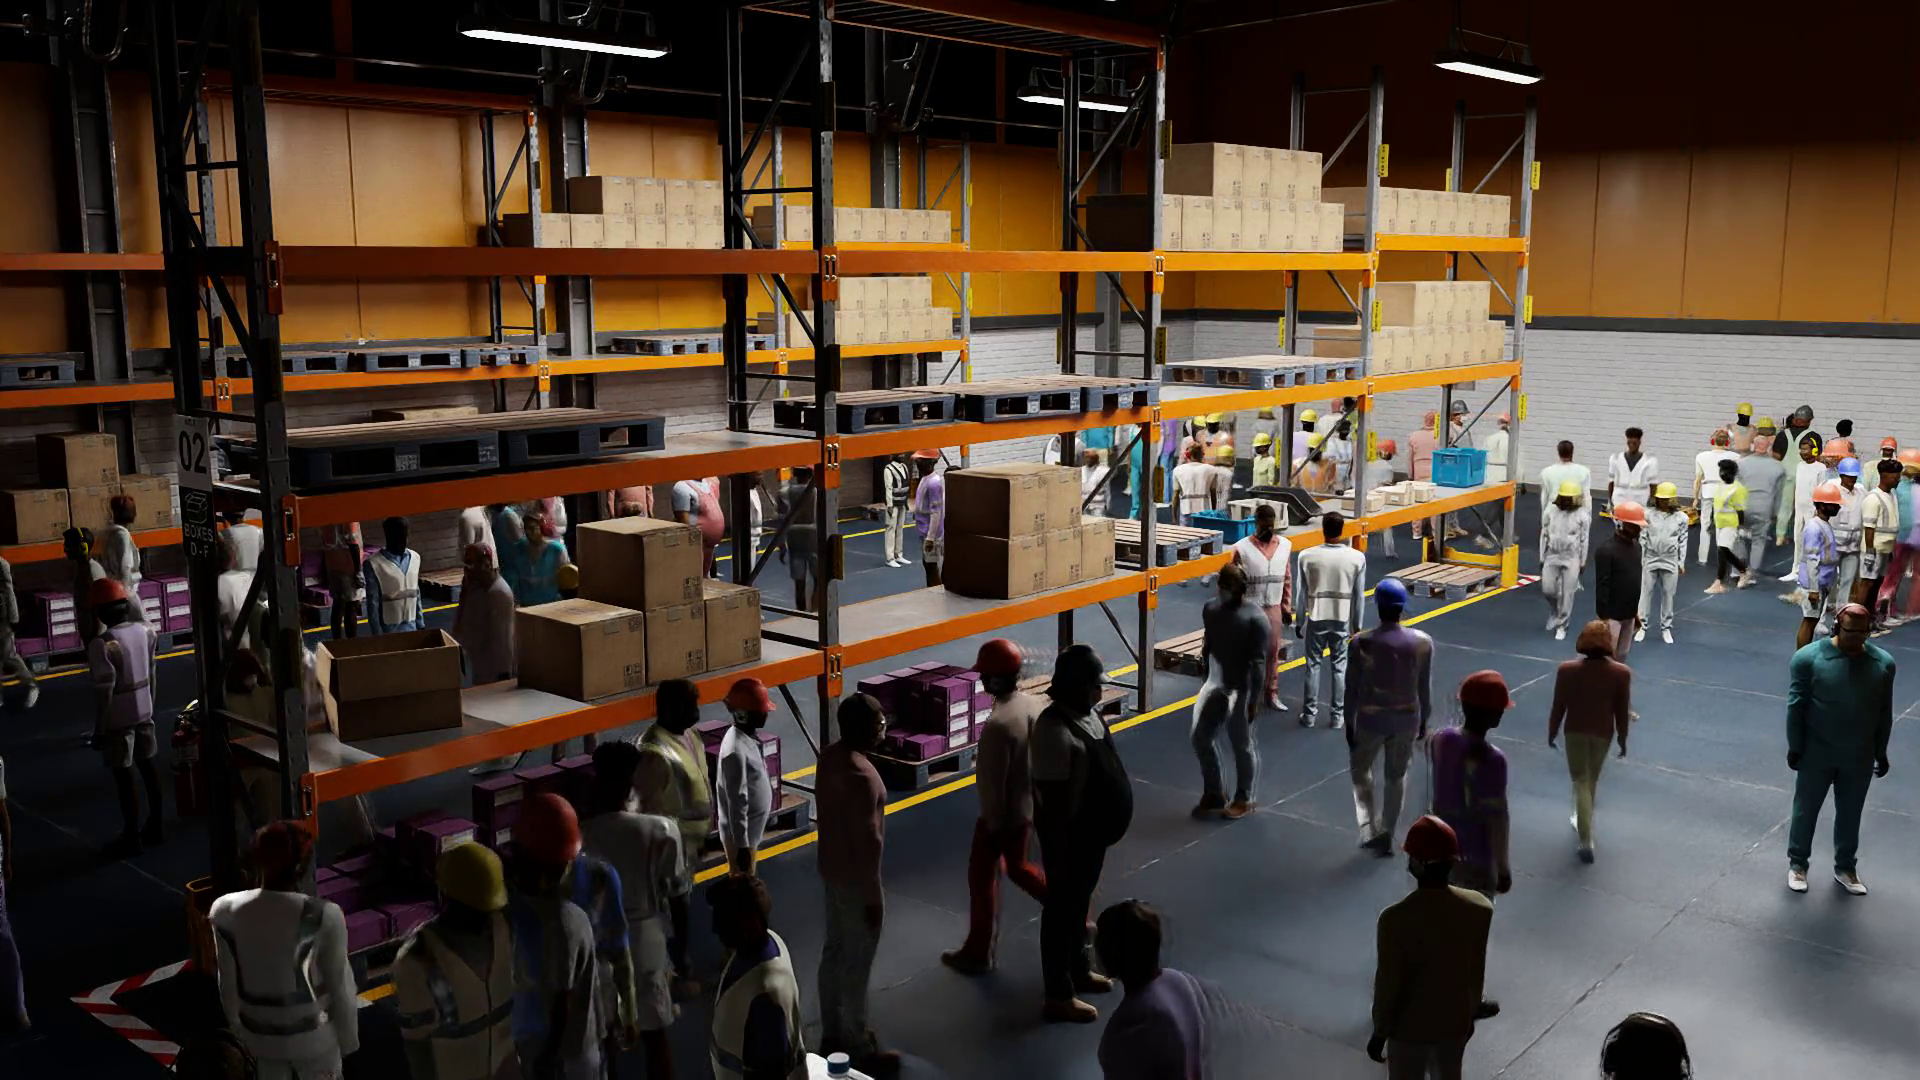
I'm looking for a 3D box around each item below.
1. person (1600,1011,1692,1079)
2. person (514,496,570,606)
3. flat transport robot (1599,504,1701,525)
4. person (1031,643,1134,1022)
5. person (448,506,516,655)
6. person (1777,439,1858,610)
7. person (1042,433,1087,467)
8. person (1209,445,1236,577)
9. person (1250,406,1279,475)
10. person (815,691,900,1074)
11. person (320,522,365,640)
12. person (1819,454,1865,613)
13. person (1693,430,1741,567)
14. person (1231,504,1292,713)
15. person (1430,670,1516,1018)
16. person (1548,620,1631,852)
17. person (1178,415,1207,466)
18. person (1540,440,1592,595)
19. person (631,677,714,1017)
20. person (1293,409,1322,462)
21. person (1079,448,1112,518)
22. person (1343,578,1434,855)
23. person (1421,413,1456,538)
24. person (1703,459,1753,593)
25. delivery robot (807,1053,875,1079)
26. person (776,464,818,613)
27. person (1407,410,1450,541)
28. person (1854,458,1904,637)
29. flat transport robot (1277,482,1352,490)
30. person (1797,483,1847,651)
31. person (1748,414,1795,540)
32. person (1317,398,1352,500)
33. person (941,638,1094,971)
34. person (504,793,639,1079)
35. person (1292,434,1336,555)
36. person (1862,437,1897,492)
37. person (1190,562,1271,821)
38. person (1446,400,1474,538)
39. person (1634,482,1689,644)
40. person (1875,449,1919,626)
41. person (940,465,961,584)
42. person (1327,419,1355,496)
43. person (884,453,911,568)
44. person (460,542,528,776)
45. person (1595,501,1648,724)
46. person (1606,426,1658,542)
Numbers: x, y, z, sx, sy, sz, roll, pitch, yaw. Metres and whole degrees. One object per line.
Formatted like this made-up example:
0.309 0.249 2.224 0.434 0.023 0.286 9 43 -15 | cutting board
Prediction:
1.937 2.323 4.886 0.628 1.891 1.015 1 10 7 | person
-4.839 -0.052 19.384 0.695 1.779 0.612 -1 10 -3 | person
10.905 -0.440 26.186 1.431 0.197 0.652 8 12 40 | flat transport robot
0.669 1.550 9.029 0.539 2.000 0.688 3 10 19 | person
-4.979 0.278 17.002 1.036 1.911 0.612 -3 10 -15 | person
10.060 -0.163 19.375 0.943 2.007 0.613 0 10 0 | person
1.369 -0.688 22.391 0.687 2.000 0.535 6 11 31 | person
3.343 -0.362 21.397 0.481 1.711 0.506 -4 10 -24 | person
5.114 -1.439 27.818 0.513 1.722 0.560 -3 10 -16 | person
-0.536 1.710 8.381 0.355 1.936 0.635 -4 10 -23 | person
-6.240 0.271 16.892 0.607 1.966 0.367 8 13 40 | person
10.085 -0.048 19.042 0.354 1.883 0.572 -5 11 -25 | person
10.044 -0.542 22.098 0.564 1.846 0.390 3 10 18 | person
2.715 0.615 15.029 0.593 1.907 0.414 -3 10 -19 | person
2.741 1.631 8.894 0.408 1.922 0.563 -3 10 -18 | person
4.377 1.347 11.576 0.510 1.593 0.832 1 10 7 | person
3.556 -1.024 25.280 0.610 1.753 0.391 -5 11 -29 | person
7.408 -0.266 20.337 0.652 1.883 0.453 6 11 32 | person
-1.559 1.655 9.105 0.434 1.817 0.668 2 10 11 | person
5.030 -0.940 24.234 0.383 1.924 0.594 -9 13 -43 | person
1.689 -0.402 21.933 0.527 1.611 0.640 7 12 35 | person
2.914 1.213 11.353 0.617 1.931 0.425 0 10 2 | person
7.023 -0.951 24.379 0.570 1.894 0.700 -5 11 -29 | person
9.516 -0.176 20.487 0.723 1.677 0.539 -1 10 -6 | person
-0.536 2.521 7.379 0.707 0.478 0.477 9 13 42 | delivery robot
-1.657 0.072 17.895 0.612 2.034 0.485 0 10 2 | person
6.845 -0.932 24.249 0.642 1.910 0.401 7 12 37 | person
9.988 0.078 18.088 0.599 1.958 0.380 -9 13 -42 | person
6.096 -0.875 28.782 1.431 0.197 0.652 8 12 40 | flat transport robot
8.339 0.411 16.138 0.361 1.938 0.546 7 12 34 | person
12.091 -0.906 24.258 1.052 1.847 0.627 2 10 14 | person
6.012 -1.322 26.585 0.403 1.904 0.651 -8 13 -41 | person
0.318 1.518 9.427 0.820 1.971 0.624 4 10 25 | person
-1.684 1.938 6.857 0.666 2.004 0.862 -5 11 -26 | person
4.440 -0.394 21.078 0.642 1.883 0.793 2 10 9 | person
12.299 -0.504 22.150 0.575 1.749 0.335 4 10 22 | person
1.918 1.108 12.040 0.630 1.915 0.655 -7 12 -38 | person
7.348 -1.054 24.579 0.536 2.000 0.672 9 13 44 | person
7.488 0.241 17.741 0.487 1.741 0.313 3 10 20 | person
10.537 -0.037 18.664 0.608 1.988 0.387 -9 13 -42 | person
-0.086 -0.036 19.524 0.318 1.697 0.533 3 10 17 | person
5.794 -1.029 25.497 0.565 1.676 0.447 -7 12 -34 | person
-0.849 -0.461 22.231 0.308 1.640 0.511 5 11 25 | person
-3.736 0.948 13.067 0.433 1.886 0.670 -6 11 -32 | person
5.797 0.637 14.625 0.609 1.993 0.382 -8 12 -39 | person
8.769 -0.529 21.728 0.613 1.943 0.699 5 11 28 | person
